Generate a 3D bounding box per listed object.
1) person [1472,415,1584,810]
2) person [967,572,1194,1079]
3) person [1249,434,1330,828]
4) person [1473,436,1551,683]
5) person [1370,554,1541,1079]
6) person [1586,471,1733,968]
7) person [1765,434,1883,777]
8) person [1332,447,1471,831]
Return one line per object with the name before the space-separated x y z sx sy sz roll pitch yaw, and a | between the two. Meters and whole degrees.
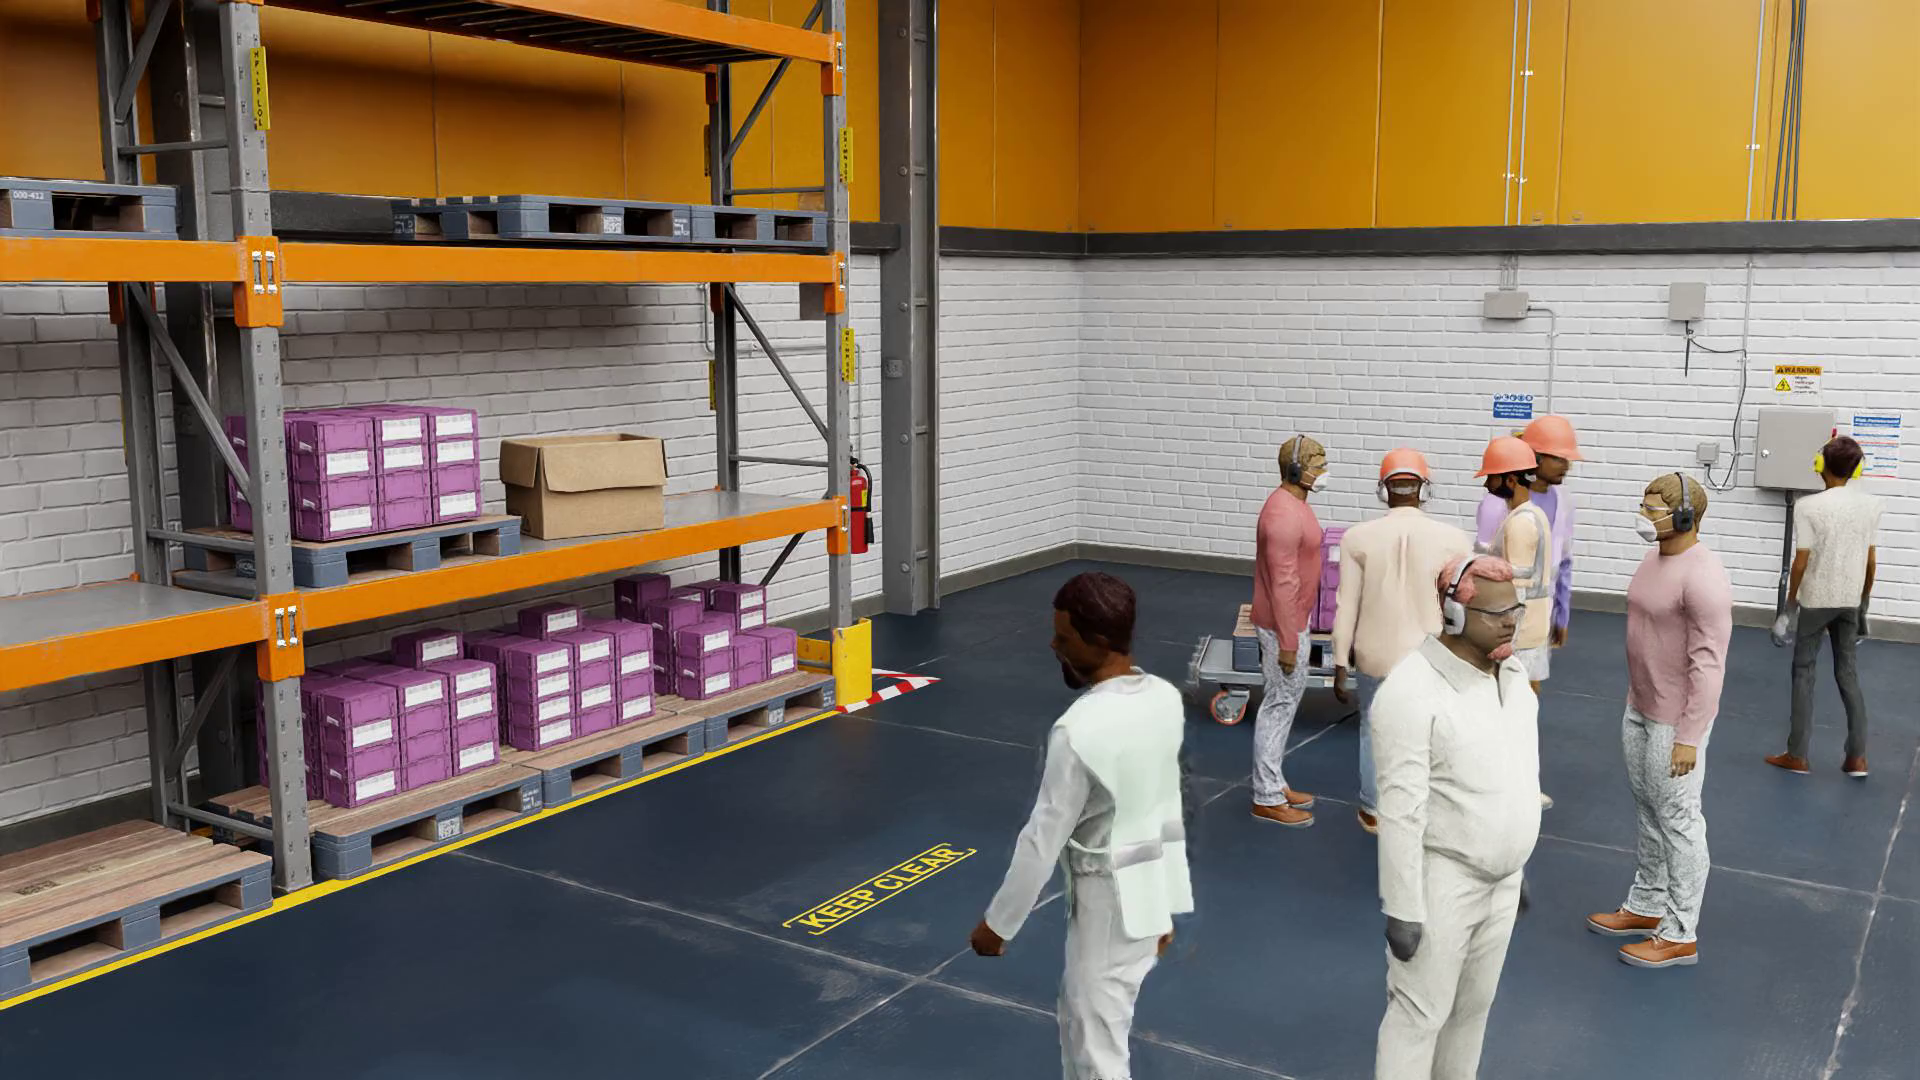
person | 2.830 0.383 8.292 0.728 2.025 0.496 -5 10 -30
person | 0.352 1.020 4.557 0.573 1.895 0.604 4 10 26
person | 1.617 0.439 8.227 0.364 1.932 0.636 2 9 14
person | 2.683 0.454 8.155 0.392 1.923 0.553 4 9 22
person | 1.444 0.982 4.772 0.650 1.906 0.403 -8 12 -41
person | 2.763 0.697 6.519 0.372 1.940 0.627 0 9 1
person | 4.683 0.358 8.985 0.558 1.868 0.364 -1 9 -6
person | 2.052 0.539 7.656 0.657 1.921 1.106 2 9 13
